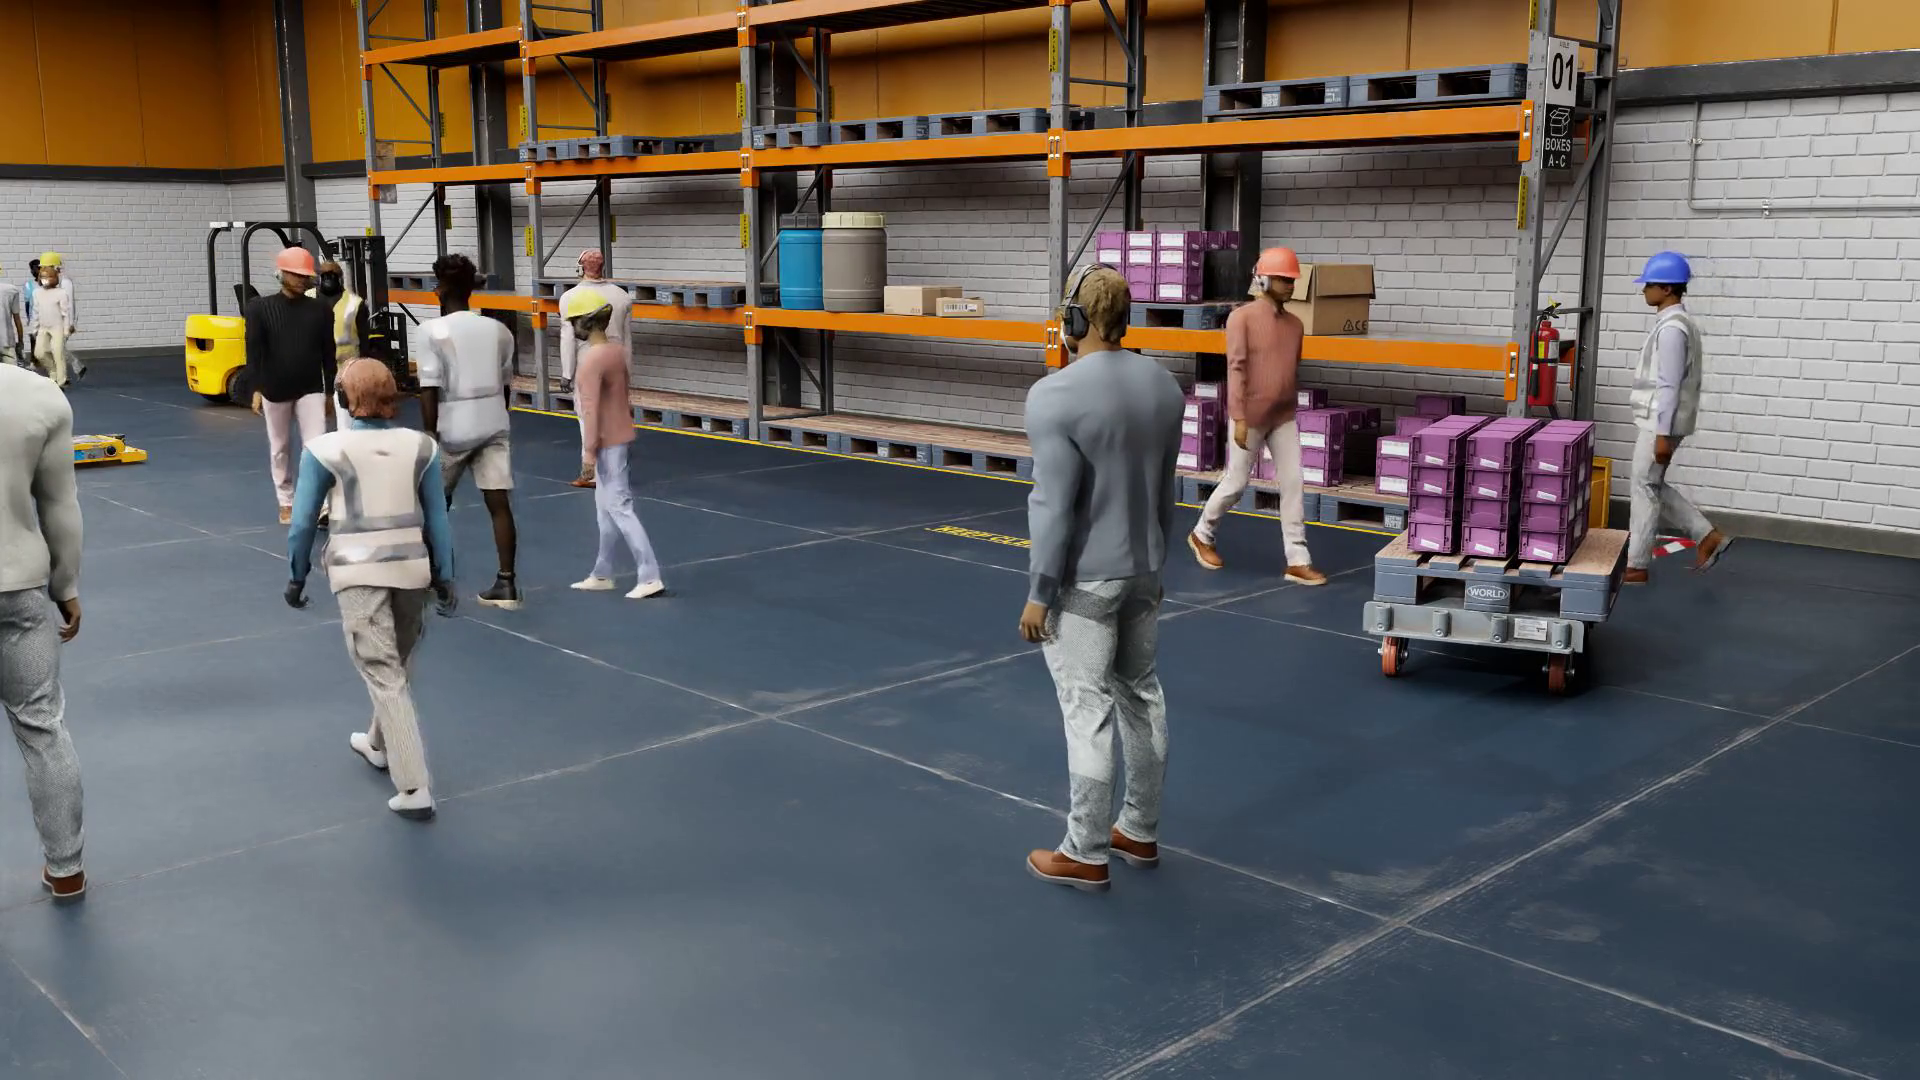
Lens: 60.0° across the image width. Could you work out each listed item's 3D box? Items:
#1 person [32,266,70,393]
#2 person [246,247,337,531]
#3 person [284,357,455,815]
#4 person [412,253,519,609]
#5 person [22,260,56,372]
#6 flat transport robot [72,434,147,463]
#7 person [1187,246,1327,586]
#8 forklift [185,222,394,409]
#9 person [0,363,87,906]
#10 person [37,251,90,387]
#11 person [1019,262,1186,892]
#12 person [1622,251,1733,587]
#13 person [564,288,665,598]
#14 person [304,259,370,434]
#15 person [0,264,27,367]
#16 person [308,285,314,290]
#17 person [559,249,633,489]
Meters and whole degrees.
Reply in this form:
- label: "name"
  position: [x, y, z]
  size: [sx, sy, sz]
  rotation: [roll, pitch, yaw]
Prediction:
- label: "person"
  position: [-11.597, -2.674, 21.233]
  size: [0.531, 1.620, 0.328]
  rotation: [1, 10, 7]
- label: "person"
  position: [-4.557, -1.025, 11.404]
  size: [0.624, 1.924, 1.067]
  rotation: [-6, 12, -30]
- label: "person"
  position: [-2.093, 0.149, 5.955]
  size: [0.857, 1.589, 0.519]
  rotation: [10, 14, 43]
- label: "person"
  position: [-2.779, -0.603, 9.165]
  size: [1.002, 1.911, 0.630]
  rotation: [9, 14, 42]
- label: "person"
  position: [-13.185, -3.172, 23.849]
  size: [0.553, 1.655, 0.819]
  rotation: [-1, 10, -6]
- label: "flat transport robot"
  position: [-7.964, -0.758, 14.507]
  size: [1.431, 0.197, 0.652]
  rotation: [-10, 14, -44]
- label: "person"
  position: [1.769, -0.742, 9.806]
  size: [0.624, 1.965, 0.928]
  rotation: [-6, 12, -29]
- label: "forklift"
  position: [-8.169, -2.758, 20.163]
  size: [2.313, 2.155, 1.214]
  rotation: [-10, 14, -44]
- label: "person"
  position: [-2.895, 0.176, 4.865]
  size: [0.629, 1.940, 0.378]
  rotation: [-9, 14, -41]
- label: "person"
  position: [-11.947, -2.913, 22.051]
  size: [0.621, 1.810, 0.436]
  rotation: [8, 13, 38]
- label: "person"
  position: [0.428, 0.122, 5.156]
  size: [0.629, 1.940, 0.378]
  rotation: [-9, 14, -41]
- label: "person"
  position: [4.050, -0.670, 9.484]
  size: [0.634, 1.934, 0.621]
  rotation: [5, 11, 25]
- label: "person"
  position: [-1.955, -0.527, 9.295]
  size: [0.512, 1.774, 0.540]
  rotation: [1, 10, 7]
- label: "person"
  position: [-5.472, -1.536, 14.532]
  size: [0.625, 1.820, 0.819]
  rotation: [-1, 10, -8]
- label: "person"
  position: [-9.321, -1.841, 16.071]
  size: [0.519, 1.865, 0.335]
  rotation: [-9, 14, -41]
- label: "person"
  position: [-7.148, -2.118, 18.040]
  size: [0.498, 1.696, 0.911]
  rotation: [-1, 10, -7]
- label: "person"
  position: [-2.937, -1.368, 13.371]
  size: [0.643, 1.910, 0.400]
  rotation: [-9, 14, -41]
